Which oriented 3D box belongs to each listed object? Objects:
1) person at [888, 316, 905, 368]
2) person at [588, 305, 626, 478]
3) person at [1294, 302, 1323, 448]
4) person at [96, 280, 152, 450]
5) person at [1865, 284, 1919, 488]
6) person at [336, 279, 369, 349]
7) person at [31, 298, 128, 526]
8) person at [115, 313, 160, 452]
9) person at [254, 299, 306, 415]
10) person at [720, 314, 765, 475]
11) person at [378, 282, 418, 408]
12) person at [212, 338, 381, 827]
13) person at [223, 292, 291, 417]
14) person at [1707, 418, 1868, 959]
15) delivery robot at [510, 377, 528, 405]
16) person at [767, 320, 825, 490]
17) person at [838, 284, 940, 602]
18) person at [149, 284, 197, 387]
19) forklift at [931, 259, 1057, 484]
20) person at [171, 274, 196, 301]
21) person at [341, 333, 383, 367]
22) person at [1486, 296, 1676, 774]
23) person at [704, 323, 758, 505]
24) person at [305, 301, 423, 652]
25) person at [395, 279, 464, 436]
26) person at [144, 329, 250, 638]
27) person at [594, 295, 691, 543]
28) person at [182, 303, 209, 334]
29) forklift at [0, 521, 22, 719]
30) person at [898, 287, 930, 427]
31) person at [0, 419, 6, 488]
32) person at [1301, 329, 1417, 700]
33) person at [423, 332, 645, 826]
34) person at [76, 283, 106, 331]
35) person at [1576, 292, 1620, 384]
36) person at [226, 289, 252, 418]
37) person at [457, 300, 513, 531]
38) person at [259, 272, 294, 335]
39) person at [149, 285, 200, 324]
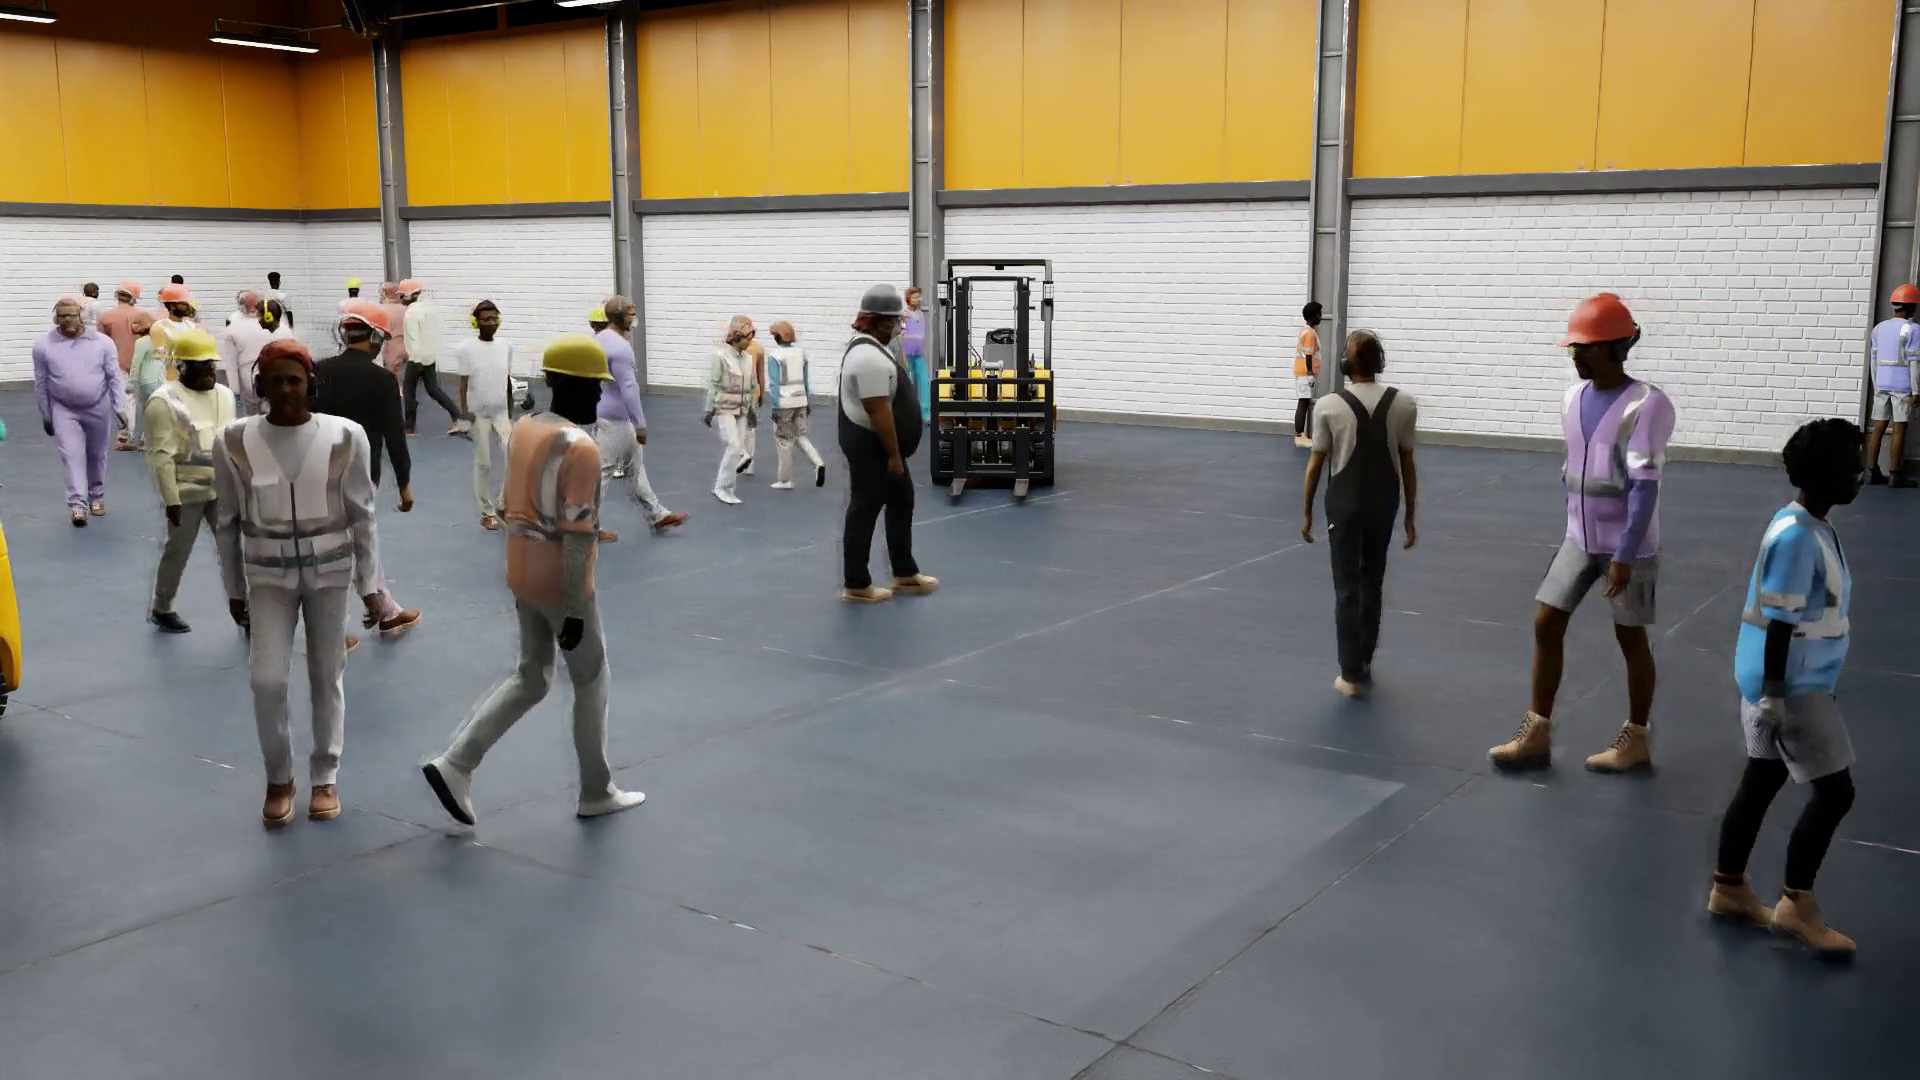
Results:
[{"bbox_3d":[-0.747,-1.745,18.464,0.283,1.634,0.498,2,10,9],"label":"person"},{"bbox_3d":[-3.597,-1.501,16.760,0.539,1.722,0.909,-9,13,-43],"label":"person"},{"bbox_3d":[4.044,-1.919,19.337,0.317,1.693,0.536,2,10,9],"label":"person"},{"bbox_3d":[-9.619,-2.008,19.155,0.988,1.940,0.607,9,13,43],"label":"person"},{"bbox_3d":[8.963,-1.466,15.900,0.358,1.938,0.545,-3,10,-18],"label":"person"},{"bbox_3d":[-9.886,-3.343,27.286,0.605,1.875,1.027,-5,11,-27],"label":"person"},{"bbox_3d":[-7.282,-1.070,13.790,0.650,1.858,0.991,-6,11,-30],"label":"person"},{"bbox_3d":[-9.101,-1.753,18.711,0.877,1.589,0.501,-1,10,-7],"label":"person"},{"bbox_3d":[-6.394,-1.360,15.695,1.000,1.796,0.543,-1,10,-5],"label":"person"},{"bbox_3d":[-2.196,-1.447,16.712,0.534,1.624,0.369,-7,12,-35],"label":"person"},{"bbox_3d":[-7.480,-2.465,22.002,0.664,1.888,0.650,3,10,16],"label":"person"},{"bbox_3d":[-2.512,0.174,6.344,0.576,1.864,0.501,-4,10,-21],"label":"person"},{"bbox_3d":[-6.936,-1.537,16.581,0.666,1.840,1.013,-3,10,-18],"label":"person"},{"bbox_3d":[2.671,0.456,5.200,0.590,1.673,0.553,6,11,30],"label":"person"},{"bbox_3d":[-6.585,-2.188,24.034,0.707,0.478,0.477,6,11,31],"label":"delivery robot"},{"bbox_3d":[-1.549,-1.249,15.564,0.586,1.616,0.525,8,12,39],"label":"person"},{"bbox_3d":[-0.407,-0.610,10.496,0.782,2.000,0.712,-1,10,-3],"label":"person"},{"bbox_3d":[-7.556,-1.510,16.160,0.358,1.937,0.552,3,10,15],"label":"person"},{"bbox_3d":[0.370,-1.738,16.759,1.214,2.155,2.313,1,10,3],"label":"forklift"},{"bbox_3d":[-13.743,-3.721,29.384,0.392,1.920,0.587,4,10,24],"label":"person"},{"bbox_3d":[-6.984,-1.892,19.387,0.542,1.608,0.424,2,10,14],"label":"person"},{"bbox_3d":[2.604,0.011,6.889,0.837,2.009,0.621,-4,10,-25],"label":"person"},{"bbox_3d":[-2.001,-1.112,14.743,0.411,1.612,0.564,7,12,35],"label":"person"},{"bbox_3d":[-3.310,-0.353,9.267,0.623,1.929,0.922,5,11,29],"label":"person"},{"bbox_3d":[-6.562,-2.244,20.530,0.908,1.955,0.636,1,10,5],"label":"person"},{"bbox_3d":[-4.355,-0.312,9.498,0.939,1.786,0.609,5,11,26],"label":"person"},{"bbox_3d":[-2.535,-0.924,12.807,0.986,1.890,0.657,-4,10,-23],"label":"person"},{"bbox_3d":[-9.165,-2.024,19.878,0.616,1.726,0.538,7,12,37],"label":"person"},{"bbox_3d":[-5.296,-0.090,6.943,1.214,2.155,2.313,7,12,35],"label":"forklift"},{"bbox_3d":[-0.549,-2.351,21.503,0.807,1.815,0.587,8,12,38],"label":"person"},{"bbox_3d":[-9.270,-1.346,15.745,0.419,1.755,0.535,-6,11,-30],"label":"person"},{"bbox_3d":[1.992,-0.145,8.388,0.542,1.817,0.747,0,10,-1],"label":"person"},{"bbox_3d":[-1.619,0.166,6.303,0.760,1.899,0.596,-9,13,-43],"label":"person"},{"bbox_3d":[-14.490,-3.386,27.753,0.645,1.808,0.951,4,10,23],"label":"person"},{"bbox_3d":[6.085,-1.384,15.620,0.676,1.862,0.615,8,12,40],"label":"person"},{"bbox_3d":[-8.852,-2.233,20.876,0.632,1.811,0.830,-7,12,-35],"label":"person"},{"bbox_3d":[-3.749,-0.977,13.247,0.523,1.853,0.502,-7,12,-37],"label":"person"},{"bbox_3d":[-12.444,-3.904,30.336,0.607,1.966,0.367,0,10,3],"label":"person"},{"bbox_3d":[-9.902,-2.275,20.978,0.643,1.852,1.013,-7,12,-35],"label":"person"}]
